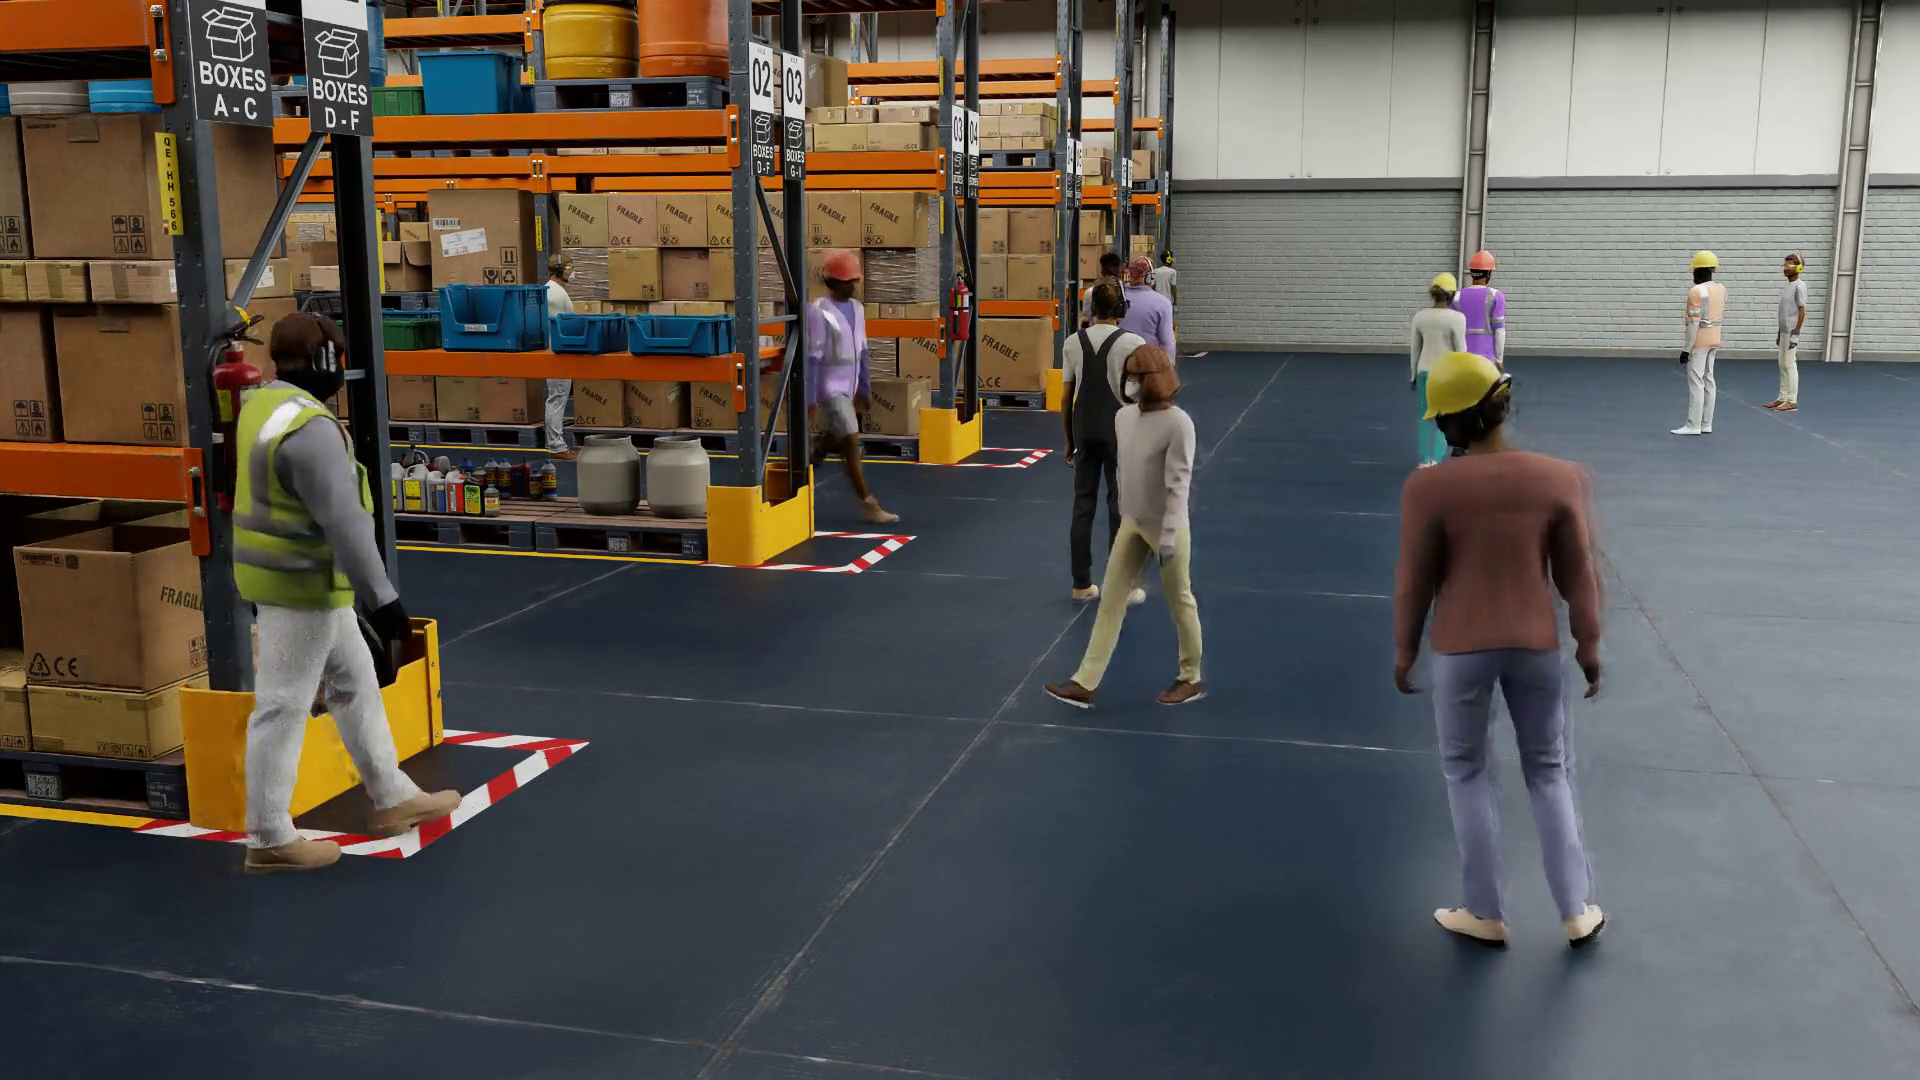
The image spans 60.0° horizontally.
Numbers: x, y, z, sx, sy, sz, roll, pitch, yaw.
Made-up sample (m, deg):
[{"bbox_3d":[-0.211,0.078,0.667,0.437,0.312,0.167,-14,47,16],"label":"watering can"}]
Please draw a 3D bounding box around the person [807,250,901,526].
[{"bbox_3d":[-0.925,-1.098,12.026,1.037,1.983,0.629,5,12,27],"label":"person"}]

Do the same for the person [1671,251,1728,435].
[{"bbox_3d":[7.772,-2.060,17.456,0.588,1.930,0.359,-8,13,-37],"label":"person"}]

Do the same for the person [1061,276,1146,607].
[{"bbox_3d":[0.812,-0.544,9.294,0.517,1.843,0.326,6,12,28],"label":"person"}]

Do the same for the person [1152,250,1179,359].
[{"bbox_3d":[3.533,-4.049,28.670,0.520,1.865,0.332,9,13,40],"label":"person"}]

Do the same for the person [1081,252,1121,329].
[{"bbox_3d":[1.593,-2.080,17.598,0.619,1.931,0.971,3,11,17],"label":"person"}]

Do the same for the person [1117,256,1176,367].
[{"bbox_3d":[1.487,-1.384,13.778,0.651,1.906,0.403,6,12,29],"label":"person"}]

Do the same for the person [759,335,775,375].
[{"bbox_3d":[-2.296,-2.487,19.546,0.405,2.035,0.606,3,11,16],"label":"person"}]

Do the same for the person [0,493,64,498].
[{"bbox_3d":[-4.786,-0.363,8.414,0.961,1.796,0.646,5,11,24],"label":"person"}]

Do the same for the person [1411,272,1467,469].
[{"bbox_3d":[4.205,-1.461,14.630,0.348,1.775,0.531,-9,14,-42],"label":"person"}]

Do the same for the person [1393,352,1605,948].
[{"bbox_3d":[1.559,0.320,4.838,0.596,1.722,0.448,0,10,-1],"label":"person"}]

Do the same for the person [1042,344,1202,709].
[{"bbox_3d":[0.758,-0.034,7.142,0.828,1.586,0.525,-7,12,-35],"label":"person"}]

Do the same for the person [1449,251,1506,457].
[{"bbox_3d":[4.853,-1.733,15.620,0.543,1.939,0.361,8,13,38],"label":"person"}]

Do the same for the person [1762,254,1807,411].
[{"bbox_3d":[9.948,-2.488,19.992,0.315,1.872,0.533,1,10,7],"label":"person"}]

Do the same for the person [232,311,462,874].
[{"bbox_3d":[-2.012,0.167,5.461,0.838,1.804,0.653,-6,12,-30],"label":"person"}]

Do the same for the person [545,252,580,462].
[{"bbox_3d":[-3.710,-1.684,15.385,0.363,1.934,0.625,-2,10,-13],"label":"person"}]
